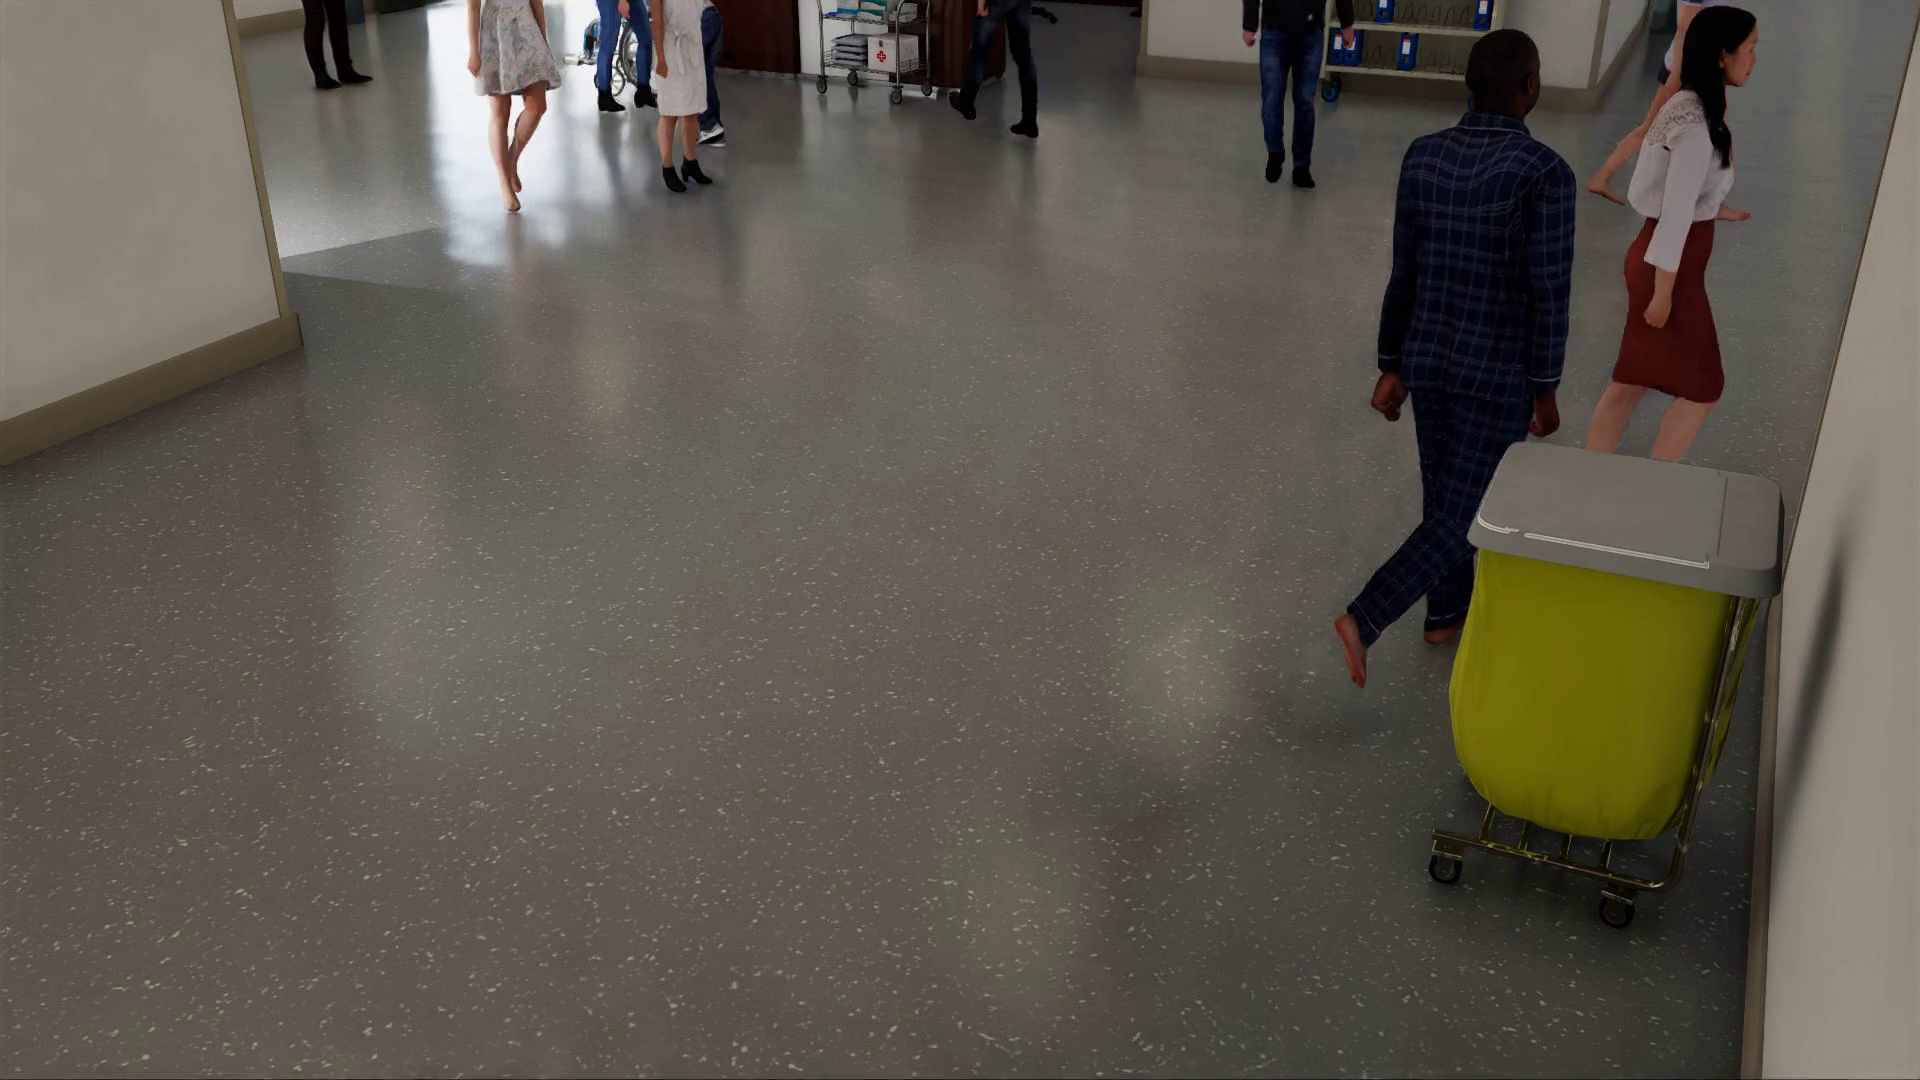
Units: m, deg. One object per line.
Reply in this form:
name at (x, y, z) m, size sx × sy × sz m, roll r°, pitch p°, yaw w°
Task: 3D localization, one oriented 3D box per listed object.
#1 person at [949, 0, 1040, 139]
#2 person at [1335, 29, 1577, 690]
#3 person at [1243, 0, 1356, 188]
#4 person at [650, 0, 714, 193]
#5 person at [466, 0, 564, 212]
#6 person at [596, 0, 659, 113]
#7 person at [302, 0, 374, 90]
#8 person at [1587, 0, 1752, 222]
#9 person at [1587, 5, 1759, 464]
person at (0.357, -3.581, 10.983) m, size 1.098 × 1.853 × 1.280 m, roll -15°, pitch 29°, yaw -28°
person at (1.324, -0.421, 4.498) m, size 1.033 × 1.793 × 1.100 m, roll -18°, pitch 31°, yaw -33°
person at (1.949, -3.024, 9.815) m, size 0.768 × 1.865 × 0.949 m, roll -1°, pitch 26°, yaw -3°
person at (-1.665, -2.873, 9.860) m, size 0.546 × 1.553 × 0.580 m, roll 15°, pitch 30°, yaw 29°
person at (-2.549, -2.742, 9.354) m, size 0.818 × 1.757 × 0.858 m, roll -18°, pitch 31°, yaw -32°
person at (-2.512, -3.863, 11.857) m, size 0.730 × 1.603 × 0.659 m, roll 11°, pitch 28°, yaw 22°
person at (-4.943, -4.418, 12.713) m, size 0.610 × 1.858 × 0.678 m, roll 12°, pitch 28°, yaw 24°
person at (3.934, -2.603, 9.172) m, size 1.093 × 1.664 × 0.596 m, roll 12°, pitch 28°, yaw 24°
person at (2.194, -0.815, 5.383) m, size 0.662 × 1.735 × 0.663 m, roll 6°, pitch 26°, yaw 13°
